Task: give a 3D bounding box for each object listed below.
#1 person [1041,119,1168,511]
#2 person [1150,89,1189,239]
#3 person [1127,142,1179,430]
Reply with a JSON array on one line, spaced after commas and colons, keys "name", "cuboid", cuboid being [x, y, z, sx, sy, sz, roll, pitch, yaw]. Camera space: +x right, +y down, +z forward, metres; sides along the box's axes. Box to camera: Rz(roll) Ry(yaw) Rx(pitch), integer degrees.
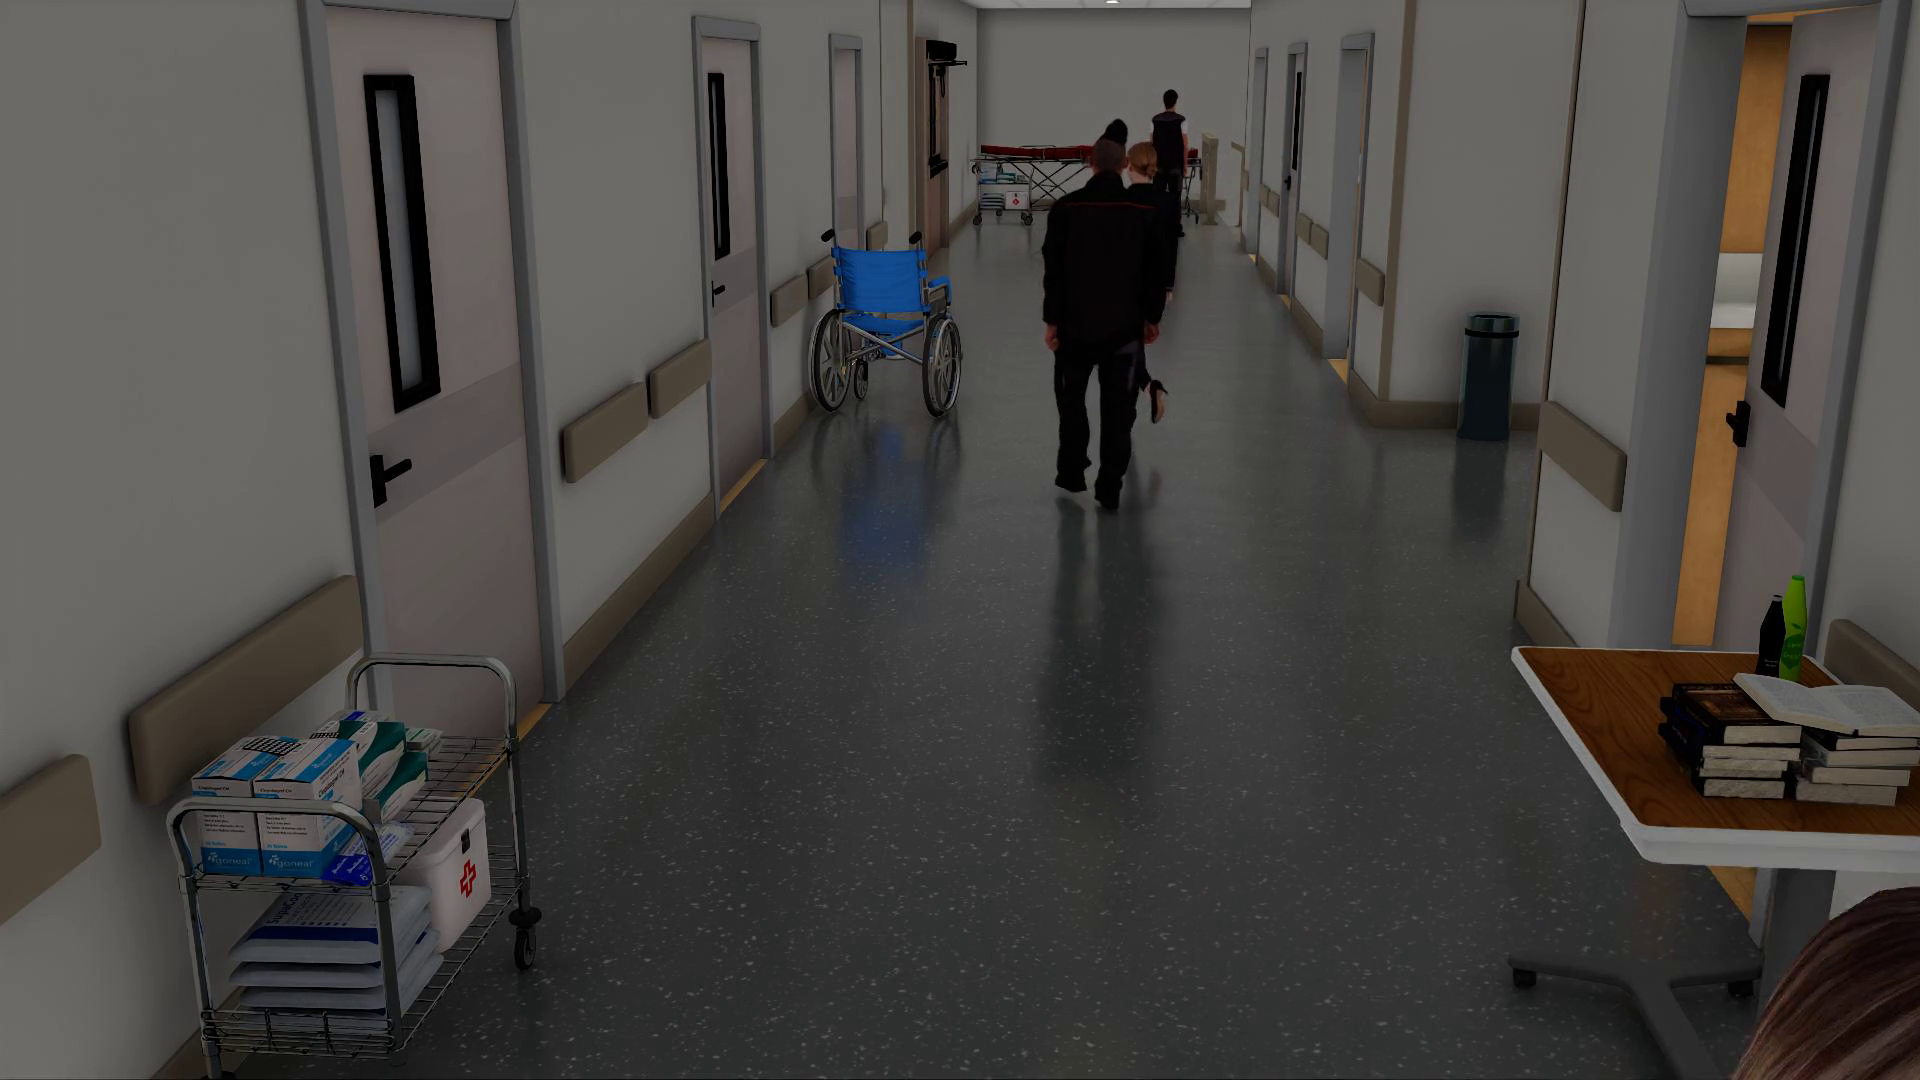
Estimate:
[{"name": "person", "cuboid": [0.683, -1.051, 7.954, 0.832, 1.844, 0.821, -1, 16, -3]}, {"name": "person", "cuboid": [2.663, -4.804, 21.258, 0.705, 1.848, 0.665, 5, 17, 18]}, {"name": "person", "cuboid": [1.045, -1.409, 9.552, 0.863, 1.665, 1.039, -5, 17, -18]}]
